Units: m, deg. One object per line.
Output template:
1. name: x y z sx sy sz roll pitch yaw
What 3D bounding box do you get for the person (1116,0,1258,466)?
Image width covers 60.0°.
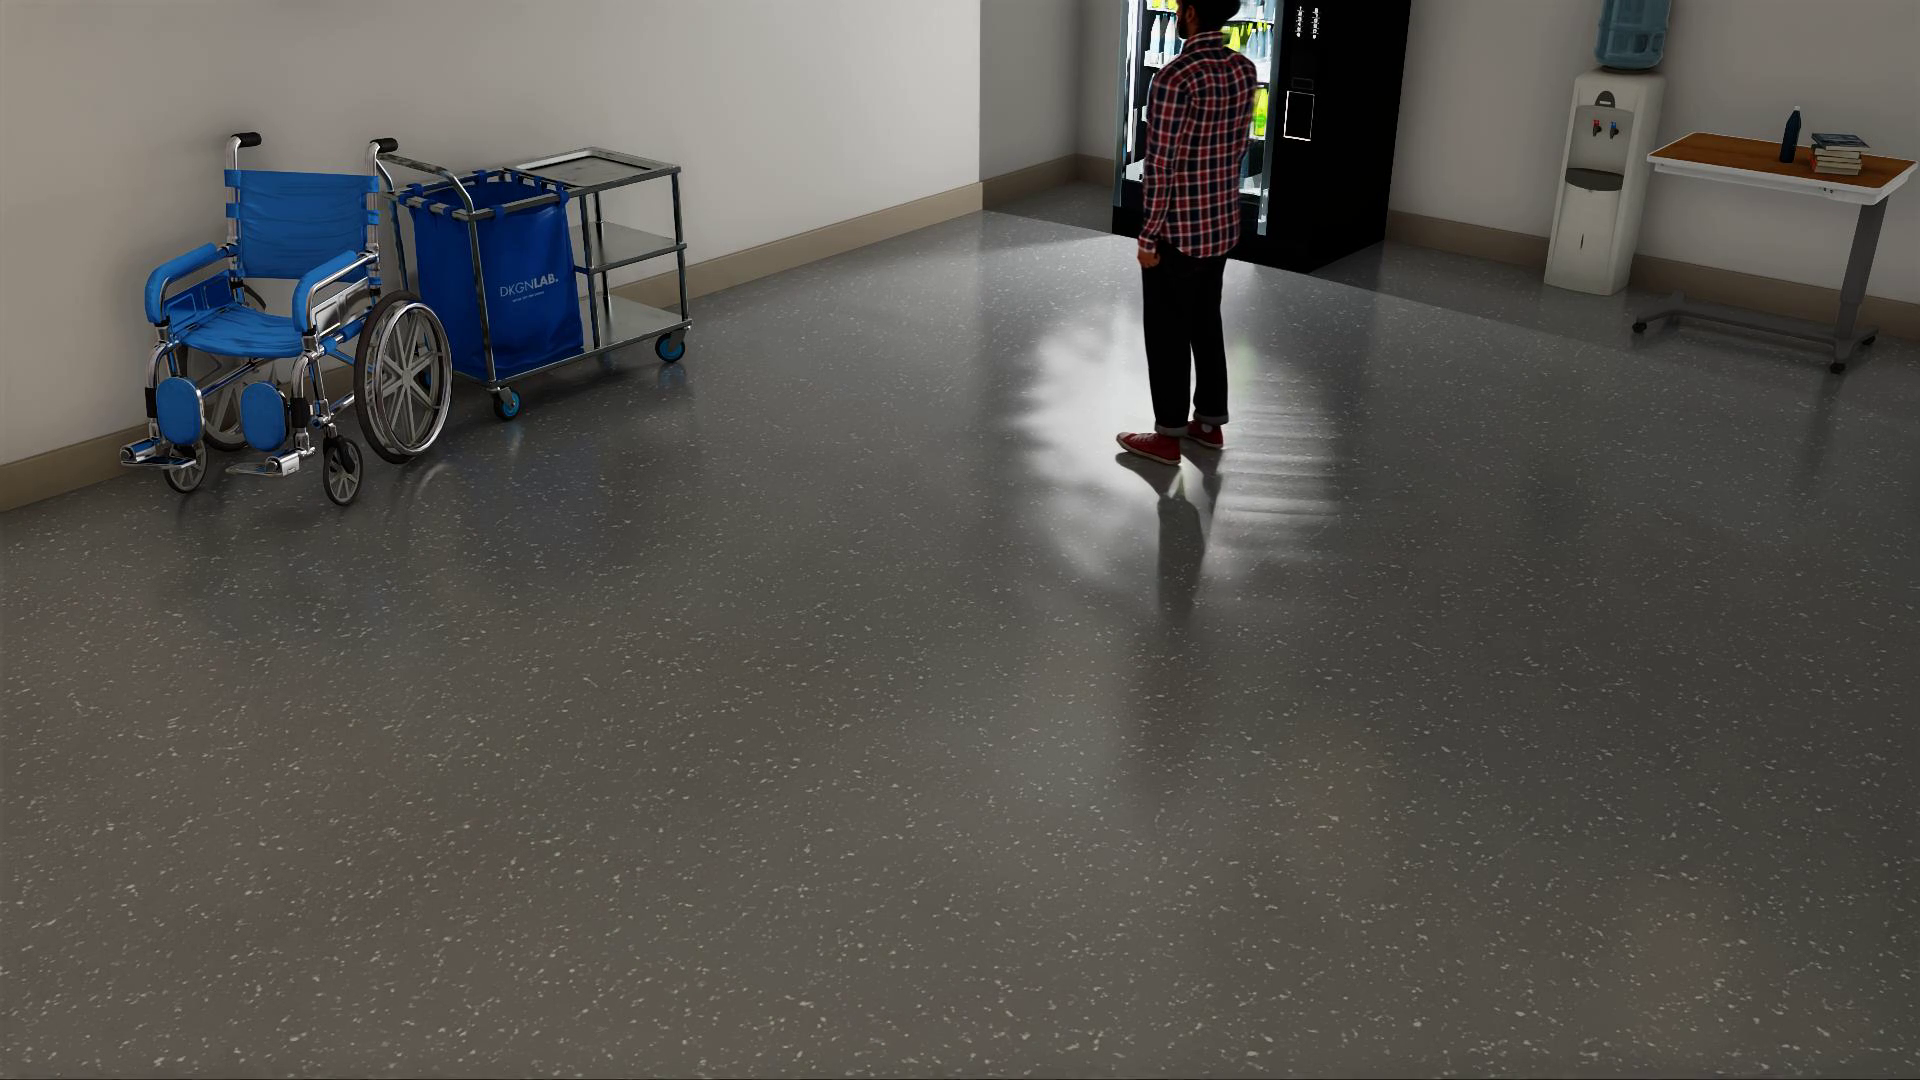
1. person: 0.832 -1.140 5.997 0.577 1.759 0.668 21 33 36
